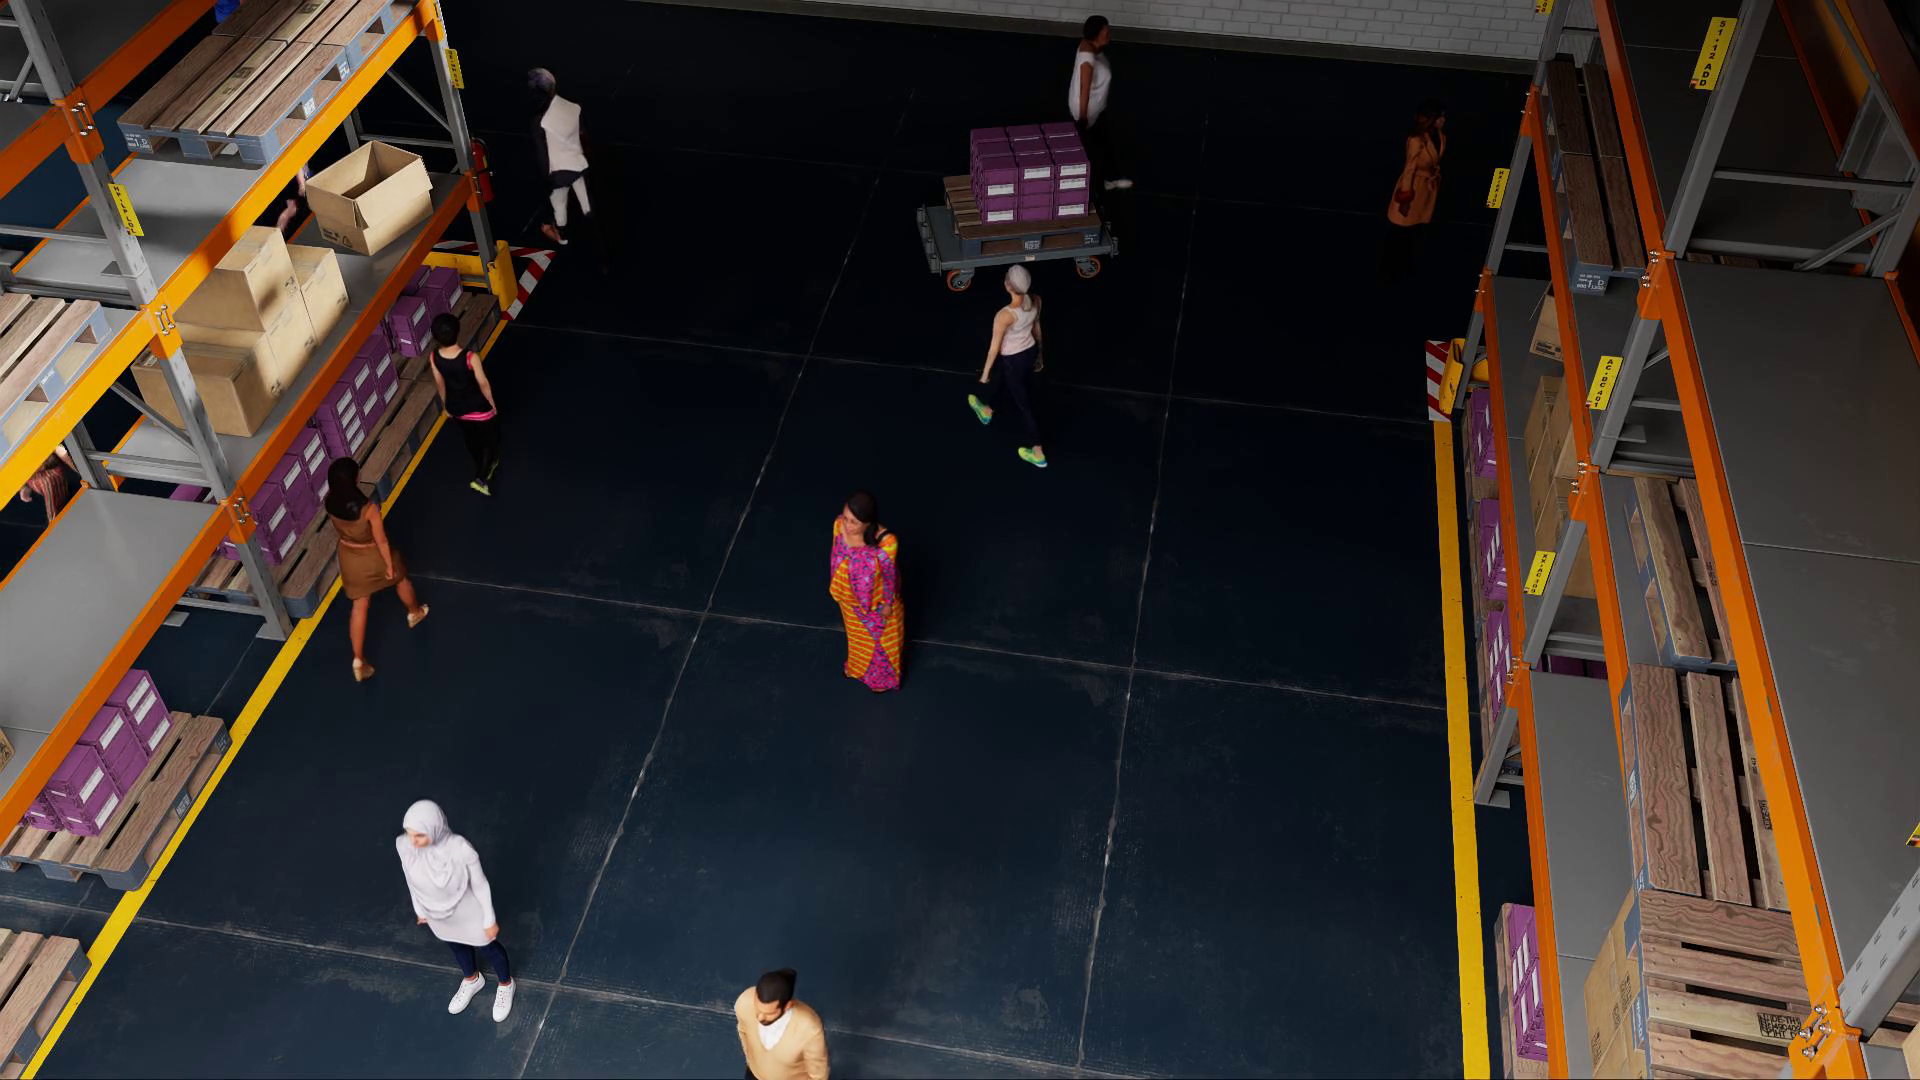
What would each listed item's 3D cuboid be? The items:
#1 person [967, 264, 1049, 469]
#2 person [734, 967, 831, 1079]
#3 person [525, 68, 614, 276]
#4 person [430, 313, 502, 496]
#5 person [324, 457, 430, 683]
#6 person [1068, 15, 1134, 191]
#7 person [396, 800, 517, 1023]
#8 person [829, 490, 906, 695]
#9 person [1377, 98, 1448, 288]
[{"bbox_3d":[0.494,-1.237,12.284,1.084,1.662,1.138,33,53,30],"label":"person"},{"bbox_3d":[-0.823,2.572,8.228,0.780,1.740,0.888,16,46,16],"label":"person"},{"bbox_3d":[-3.275,-3.056,14.061,1.199,1.842,1.241,-25,49,-24],"label":"person"},{"bbox_3d":[-3.585,-0.956,12.075,0.542,1.541,0.795,6,44,6],"label":"person"},{"bbox_3d":[-3.888,0.195,10.786,0.577,1.653,1.043,8,44,8],"label":"person"},{"bbox_3d":[1.123,-3.973,15.150,0.803,1.670,0.864,1,44,1],"label":"person"},{"bbox_3d":[-2.668,1.960,8.845,0.622,1.775,0.543,9,44,10],"label":"person"},{"bbox_3d":[-0.586,0.308,10.654,0.761,1.673,0.787,23,48,22],"label":"person"},{"bbox_3d":[3.829,-2.931,14.018,0.758,1.722,0.840,-30,51,-28],"label":"person"}]
